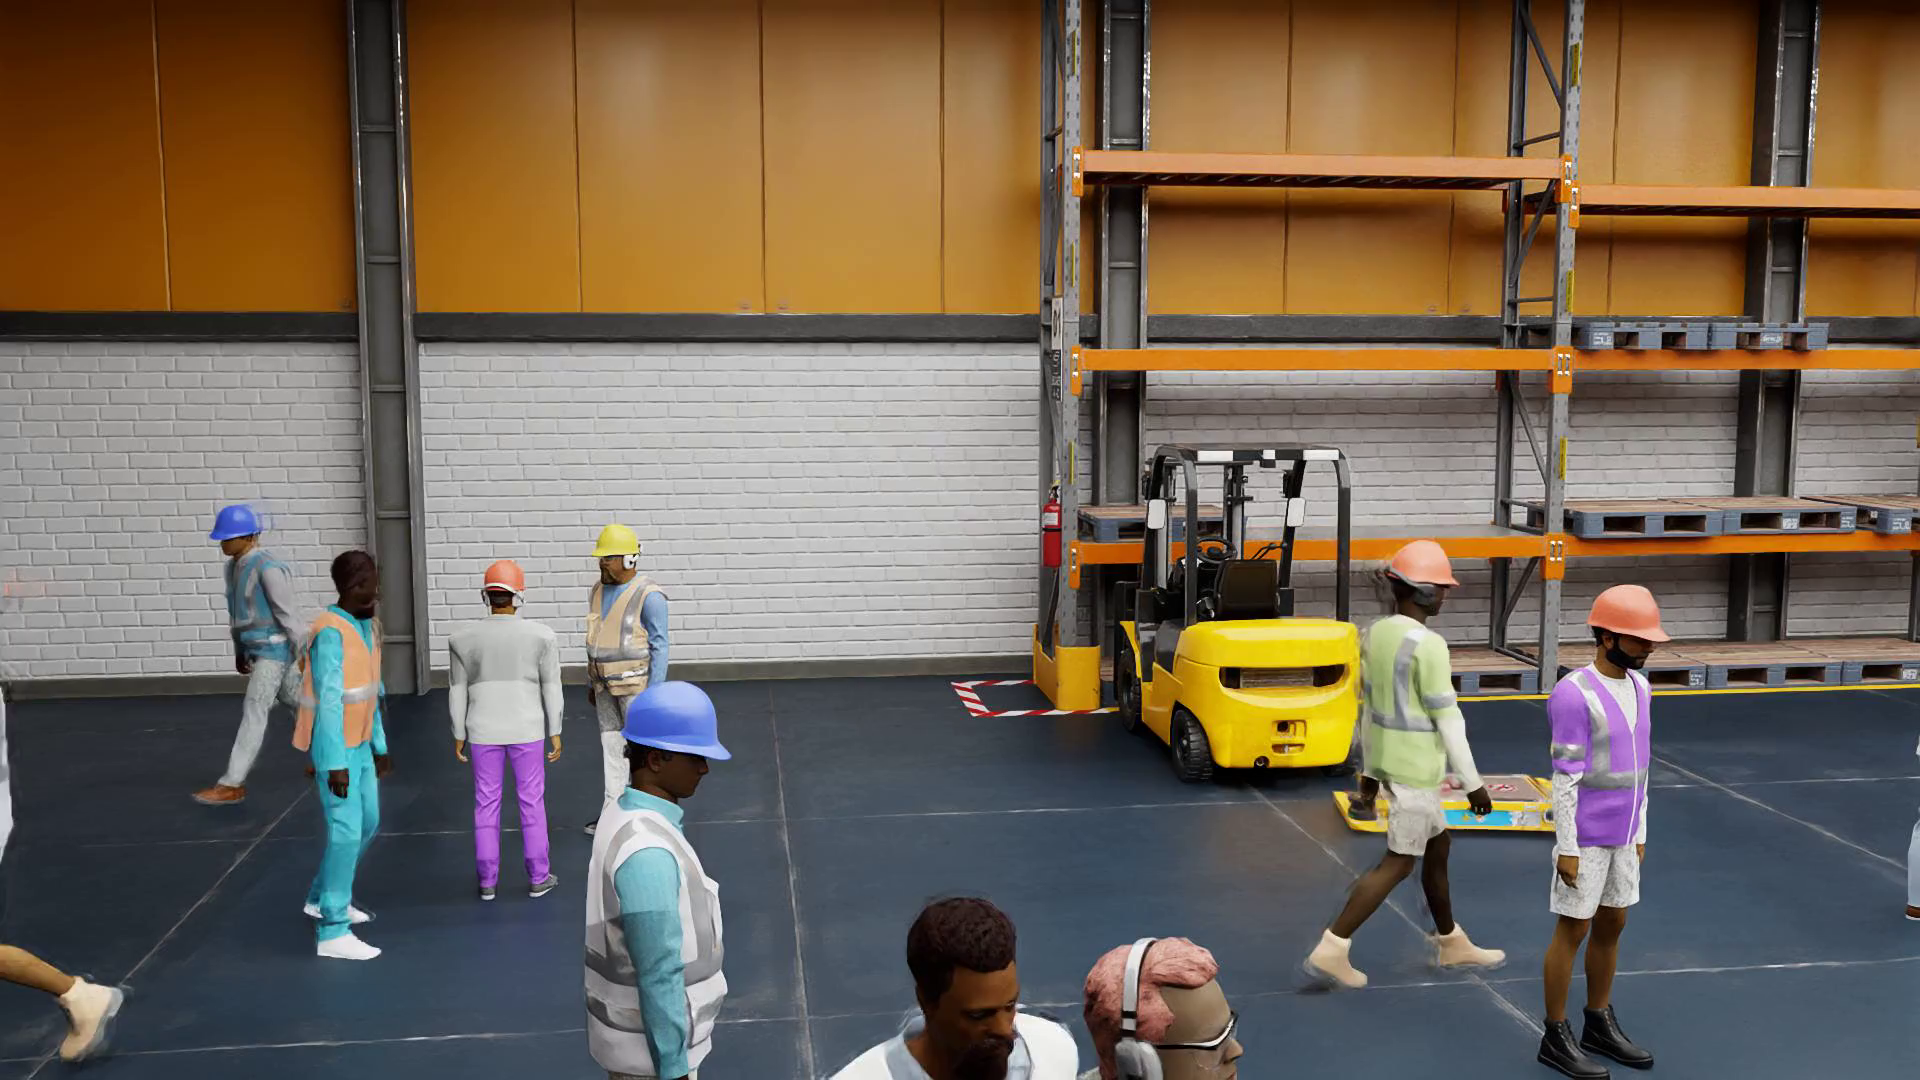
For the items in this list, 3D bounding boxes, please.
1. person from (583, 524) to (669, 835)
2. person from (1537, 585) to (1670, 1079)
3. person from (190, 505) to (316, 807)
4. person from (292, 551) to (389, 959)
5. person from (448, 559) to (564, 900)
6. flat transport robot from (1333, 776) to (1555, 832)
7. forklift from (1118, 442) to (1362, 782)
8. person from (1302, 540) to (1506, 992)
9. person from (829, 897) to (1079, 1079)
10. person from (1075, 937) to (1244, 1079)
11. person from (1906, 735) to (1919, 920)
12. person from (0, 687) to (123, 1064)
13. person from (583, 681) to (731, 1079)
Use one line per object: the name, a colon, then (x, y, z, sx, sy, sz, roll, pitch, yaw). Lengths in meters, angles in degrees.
person: (-1.943, 0.817, 9.564, 0.602, 1.830, 0.404, 5, 8, 37)
person: (2.515, 1.126, 6.459, 0.545, 1.929, 0.389, -4, 8, -34)
person: (-4.383, 0.694, 10.548, 1.090, 1.872, 0.664, -6, 9, -44)
person: (-2.941, 1.000, 7.841, 0.429, 1.878, 0.666, 0, 7, -1)
person: (-2.331, 0.970, 8.584, 0.572, 1.747, 0.343, -1, 7, -7)
flat transport robot: (2.989, 1.557, 9.868, 1.431, 0.197, 0.652, 0, 7, 4)
forklift: (1.912, 0.418, 11.496, 1.214, 2.155, 2.313, -1, 7, -8)
person: (1.970, 0.994, 7.336, 0.996, 2.000, 0.621, -1, 7, -8)
person: (-0.113, 1.525, 3.255, 0.611, 1.873, 0.723, -5, 8, -37)
person: (0.309, 1.567, 2.657, 0.410, 1.913, 0.651, 6, 9, 44)
person: (4.781, 1.092, 8.028, 0.289, 1.632, 0.497, 1, 7, 12)
person: (-3.714, 1.097, 6.303, 0.755, 2.025, 0.616, -5, 8, -39)
person: (-0.811, 1.343, 4.508, 0.401, 1.938, 0.602, -2, 7, -18)
